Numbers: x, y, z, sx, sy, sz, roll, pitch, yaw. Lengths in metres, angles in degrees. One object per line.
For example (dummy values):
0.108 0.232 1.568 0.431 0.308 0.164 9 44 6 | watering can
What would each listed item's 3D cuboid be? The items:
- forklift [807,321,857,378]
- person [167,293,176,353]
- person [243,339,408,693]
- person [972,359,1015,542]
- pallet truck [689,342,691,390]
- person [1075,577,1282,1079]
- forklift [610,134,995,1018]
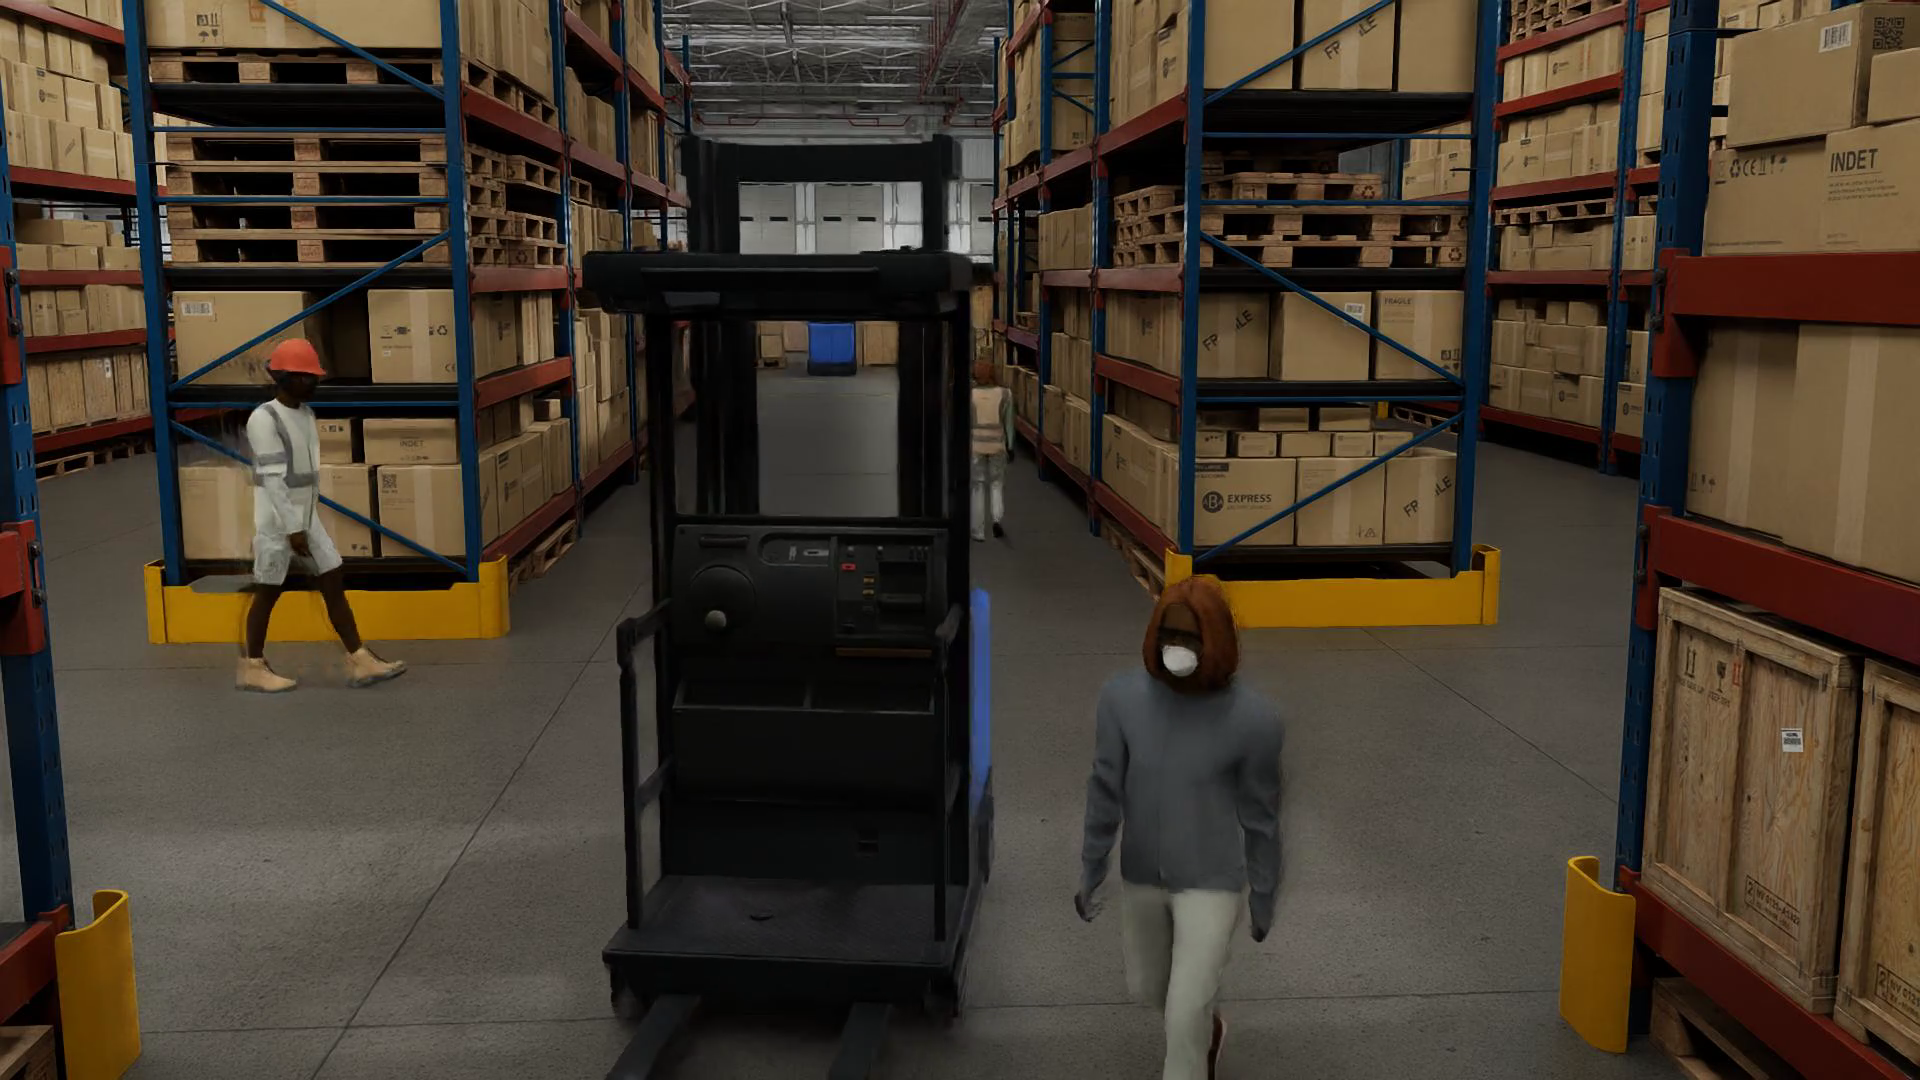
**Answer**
-2.942 -5.145 38.138 1.129 2.768 1.873 -1 9 -4 | forklift
-23.745 -6.565 50.137 0.609 1.889 0.734 2 9 10 | person
-3.622 -0.110 9.279 1.006 1.995 0.615 2 9 11 | person
0.216 -0.790 14.713 0.534 1.622 0.373 -1 9 -8 | person
-5.225 -3.008 27.480 1.885 1.965 0.823 2 9 14 | pallet truck
0.597 0.872 4.339 0.501 1.609 0.752 6 11 32 | person
-0.469 -0.019 5.952 1.129 2.768 1.873 1 9 6 | forklift
